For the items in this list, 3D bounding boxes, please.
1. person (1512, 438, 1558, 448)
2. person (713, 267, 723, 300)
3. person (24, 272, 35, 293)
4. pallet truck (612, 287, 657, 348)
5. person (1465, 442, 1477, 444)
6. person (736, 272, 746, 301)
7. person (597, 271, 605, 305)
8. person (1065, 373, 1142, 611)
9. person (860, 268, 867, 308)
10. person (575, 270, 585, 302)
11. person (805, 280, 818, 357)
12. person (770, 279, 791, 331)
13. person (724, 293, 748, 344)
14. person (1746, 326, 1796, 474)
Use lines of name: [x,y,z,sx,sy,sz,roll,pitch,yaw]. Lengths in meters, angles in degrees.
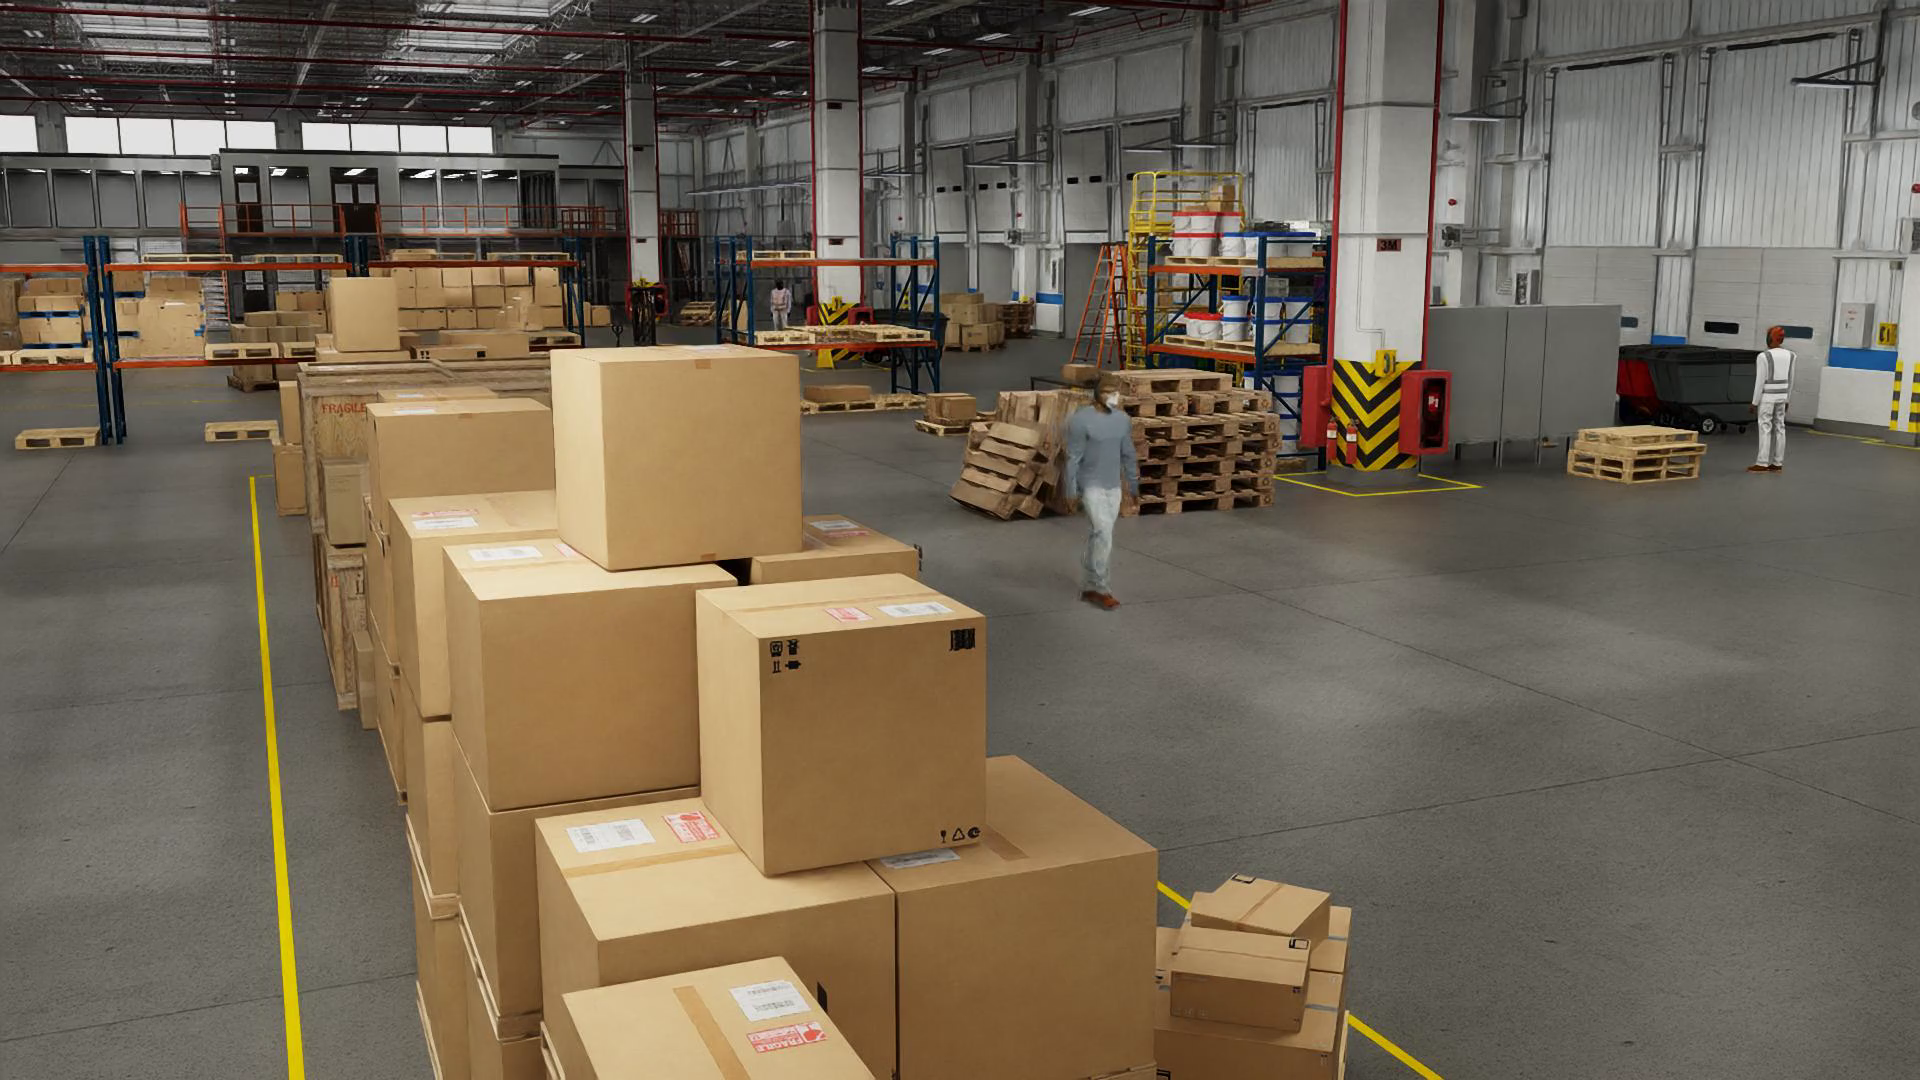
person: [8.276,-2.247,23.993,0.737,1.826,0.510,7,13,35]
person: [-11.912,-12.785,81.749,0.401,1.937,0.602,7,12,33]
person: [-30.031,-7.735,53.807,1.069,1.982,0.628,4,11,20]
pallet truck: [-6.464,-4.406,35.401,0.823,1.965,1.885,6,12,32]
person: [7.348,-2.269,24.378,0.497,1.727,0.490,5,11,26]
person: [-9.044,-10.191,68.201,0.545,1.671,0.612,-9,14,-40]
person: [-14.436,-9.950,66.464,0.656,1.813,0.787,5,12,28]
person: [1.216,-0.384,13.449,0.655,1.915,0.722,-8,13,-39]
person: [-3.676,-8.952,60.545,0.615,1.963,0.599,1,10,7]
person: [-15.409,-10.097,67.407,0.326,1.767,0.533,7,13,35]
person: [-3.691,-5.641,42.404,0.614,1.945,1.023,2,10,10]
person: [-5.121,-6.509,47.422,0.624,1.844,0.430,3,11,18]
person: [-4.807,-4.342,35.452,0.673,1.847,0.565,9,14,42]
person: [10.374,-1.784,21.271,0.573,1.883,0.354,-3,11,-17]
